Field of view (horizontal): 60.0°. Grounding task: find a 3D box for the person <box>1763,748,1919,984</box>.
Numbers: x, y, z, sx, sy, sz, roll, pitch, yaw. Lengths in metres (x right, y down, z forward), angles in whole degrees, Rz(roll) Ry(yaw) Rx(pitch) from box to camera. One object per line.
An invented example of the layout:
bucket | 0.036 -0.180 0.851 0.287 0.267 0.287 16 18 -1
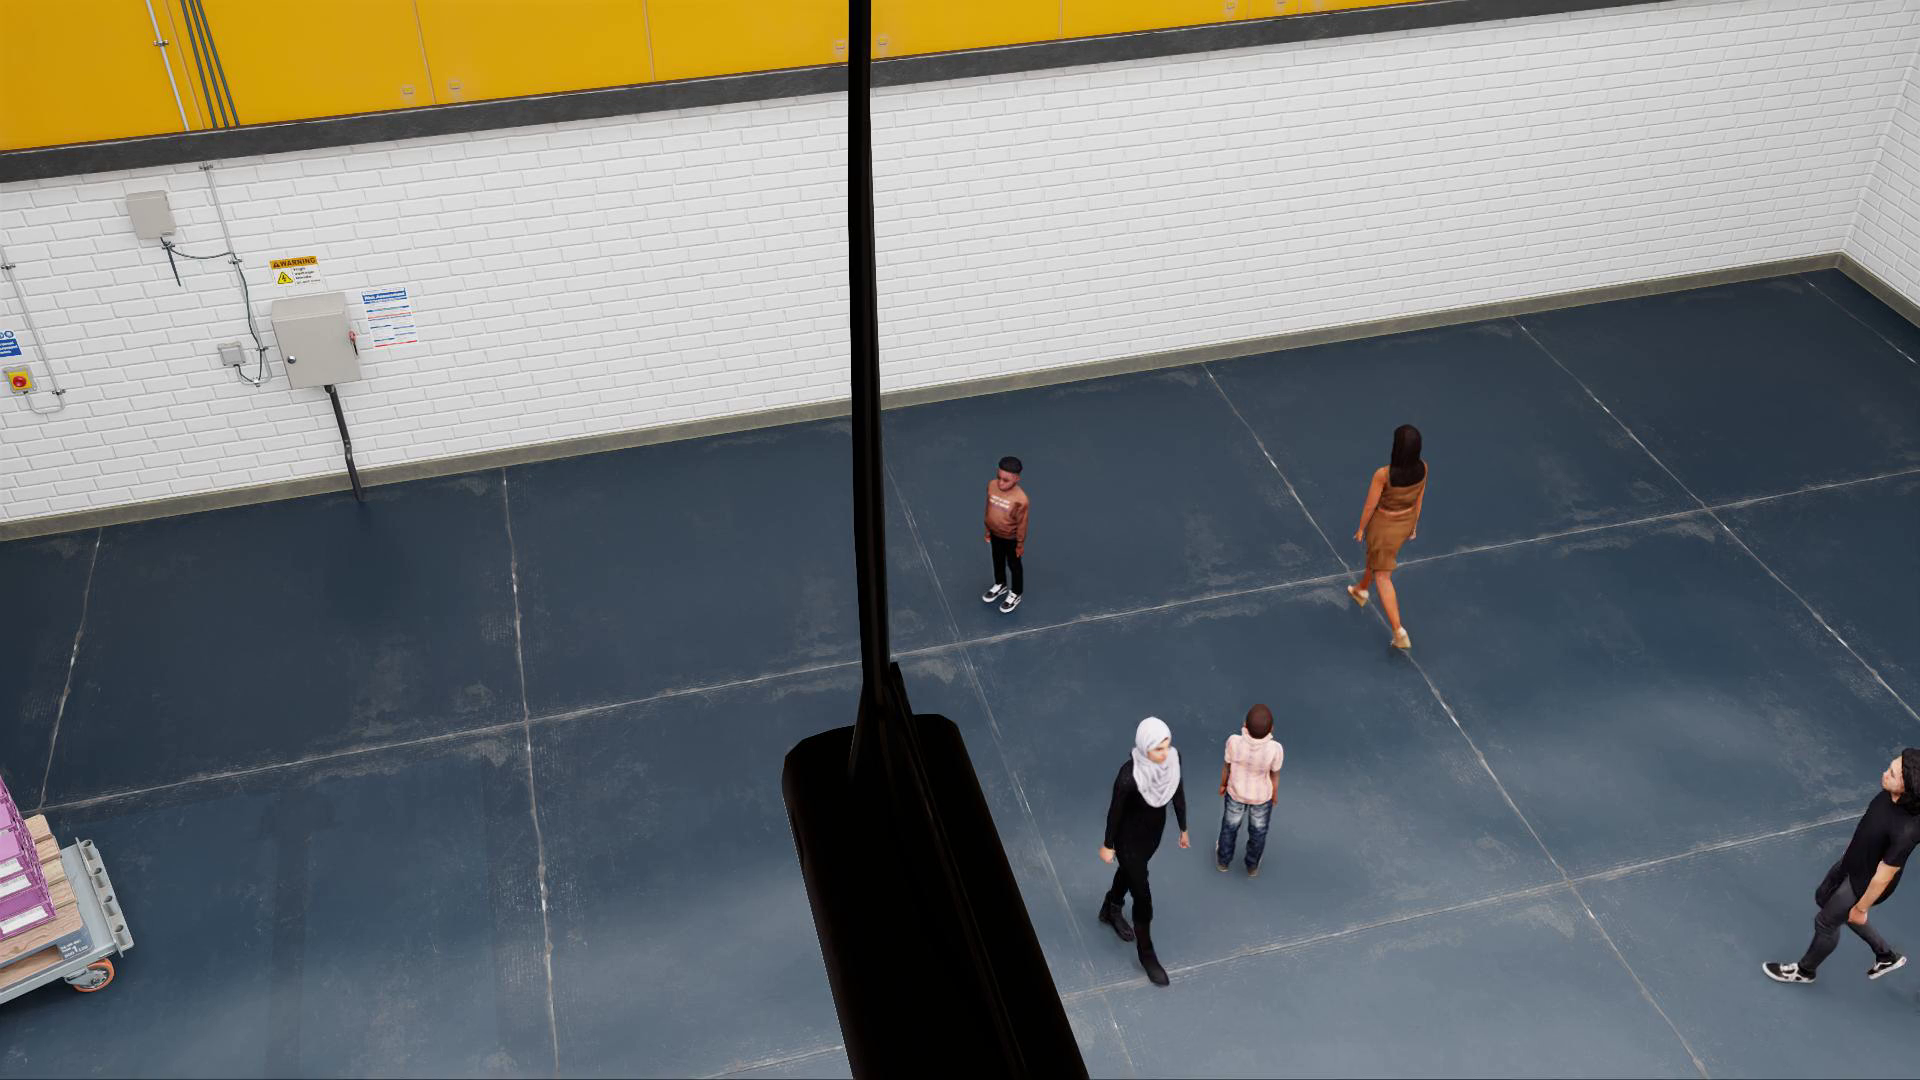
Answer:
person | 4.898 1.789 8.840 0.998 1.819 0.962 15 41 18

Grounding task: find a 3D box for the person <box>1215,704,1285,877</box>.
person | 1.682 1.456 9.667 0.569 1.306 0.607 11 40 13

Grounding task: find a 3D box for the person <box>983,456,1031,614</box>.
person | 0.334 -0.071 11.621 0.563 1.255 0.653 29 47 31

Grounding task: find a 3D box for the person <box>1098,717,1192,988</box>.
person | 0.923 1.586 9.143 0.825 1.758 0.973 -26 45 -29

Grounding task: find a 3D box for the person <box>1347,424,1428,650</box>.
person | 2.931 -0.005 11.216 0.646 1.657 1.071 -14 41 -17
